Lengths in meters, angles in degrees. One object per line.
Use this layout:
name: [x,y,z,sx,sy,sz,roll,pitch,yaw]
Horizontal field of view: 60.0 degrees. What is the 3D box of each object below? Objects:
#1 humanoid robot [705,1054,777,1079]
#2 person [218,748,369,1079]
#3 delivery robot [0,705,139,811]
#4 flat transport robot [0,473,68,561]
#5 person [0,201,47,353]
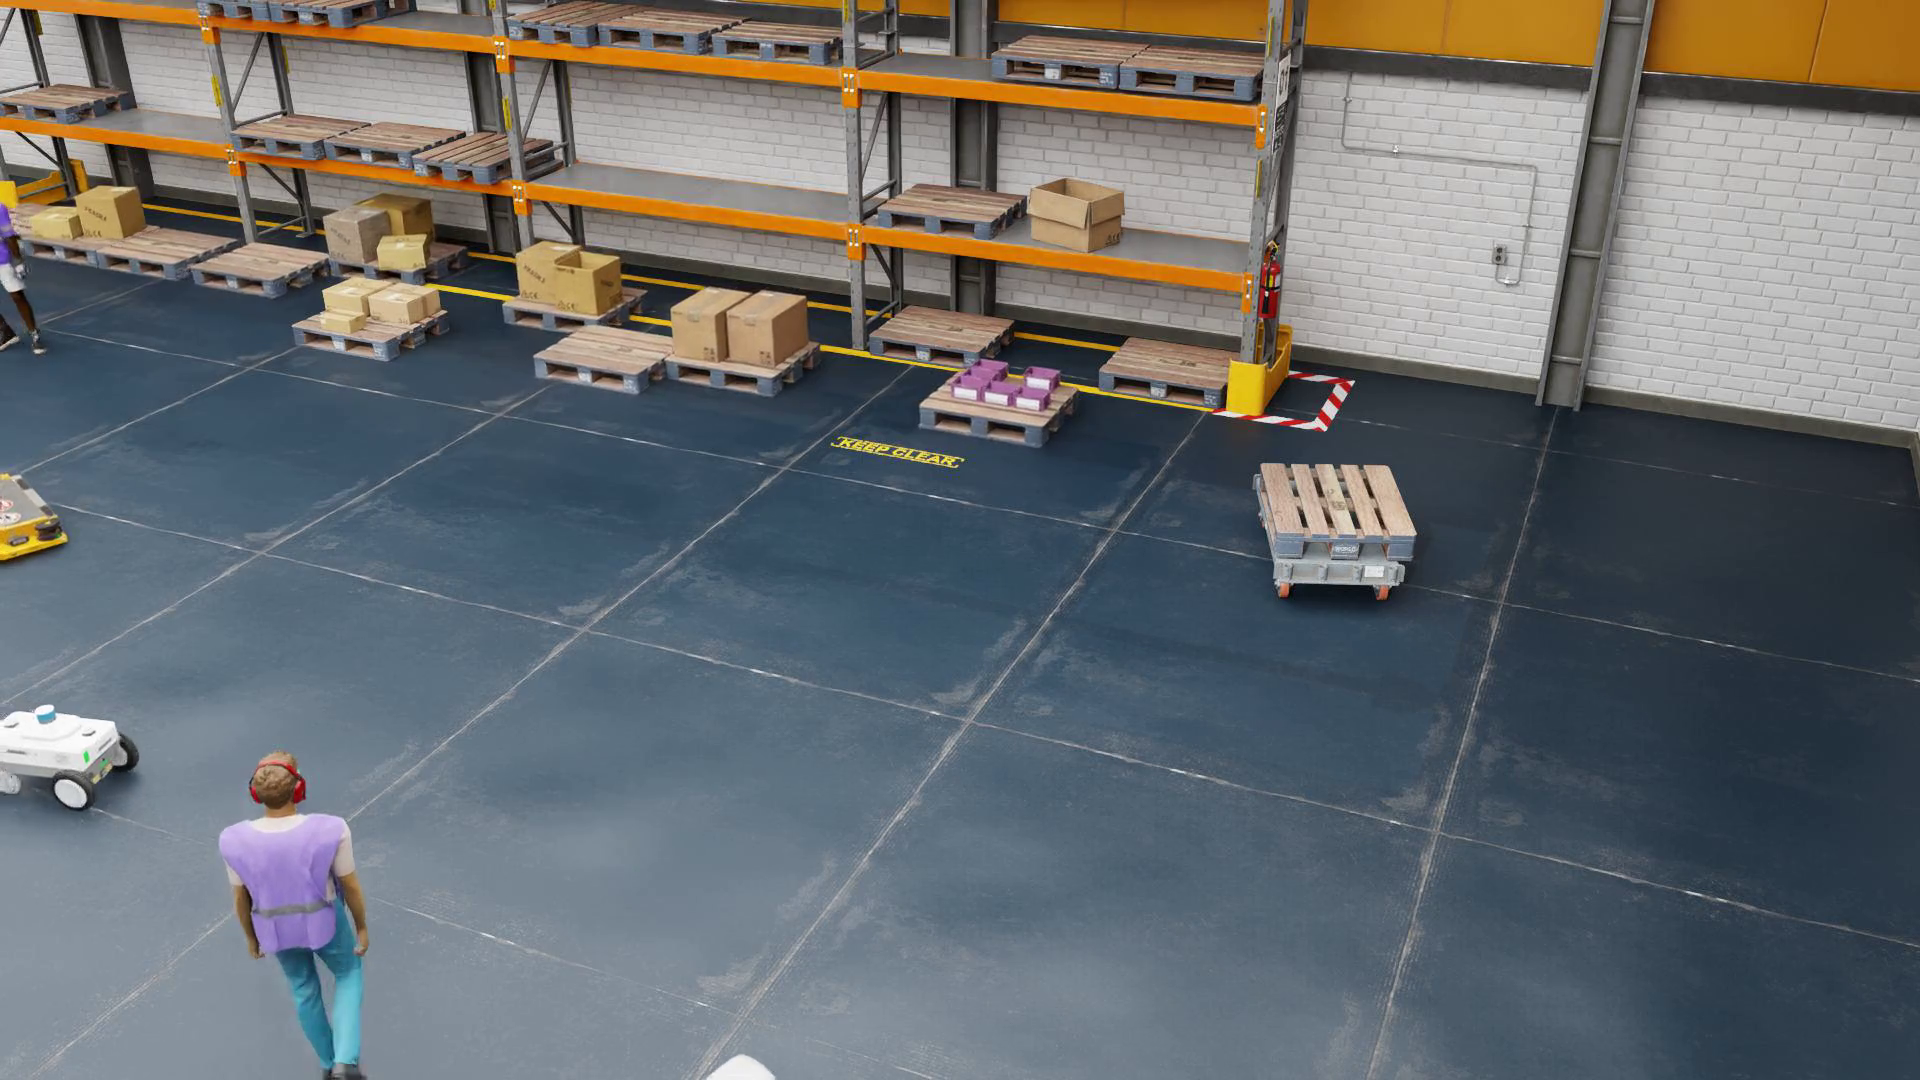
humanoid robot: [-0.932,2.793,5.969,0.549,1.806,0.903,17,32,30]
person: [-3.038,1.813,7.716,0.561,1.830,0.482,-6,28,-11]
delivery robot: [-5.497,1.279,10.128,0.783,0.584,0.499,5,28,9]
flat transport robot: [-7.717,-0.194,13.307,0.659,0.231,1.431,-22,35,-36]
person: [-9.627,-2.783,16.505,0.731,1.939,0.425,6,28,12]
